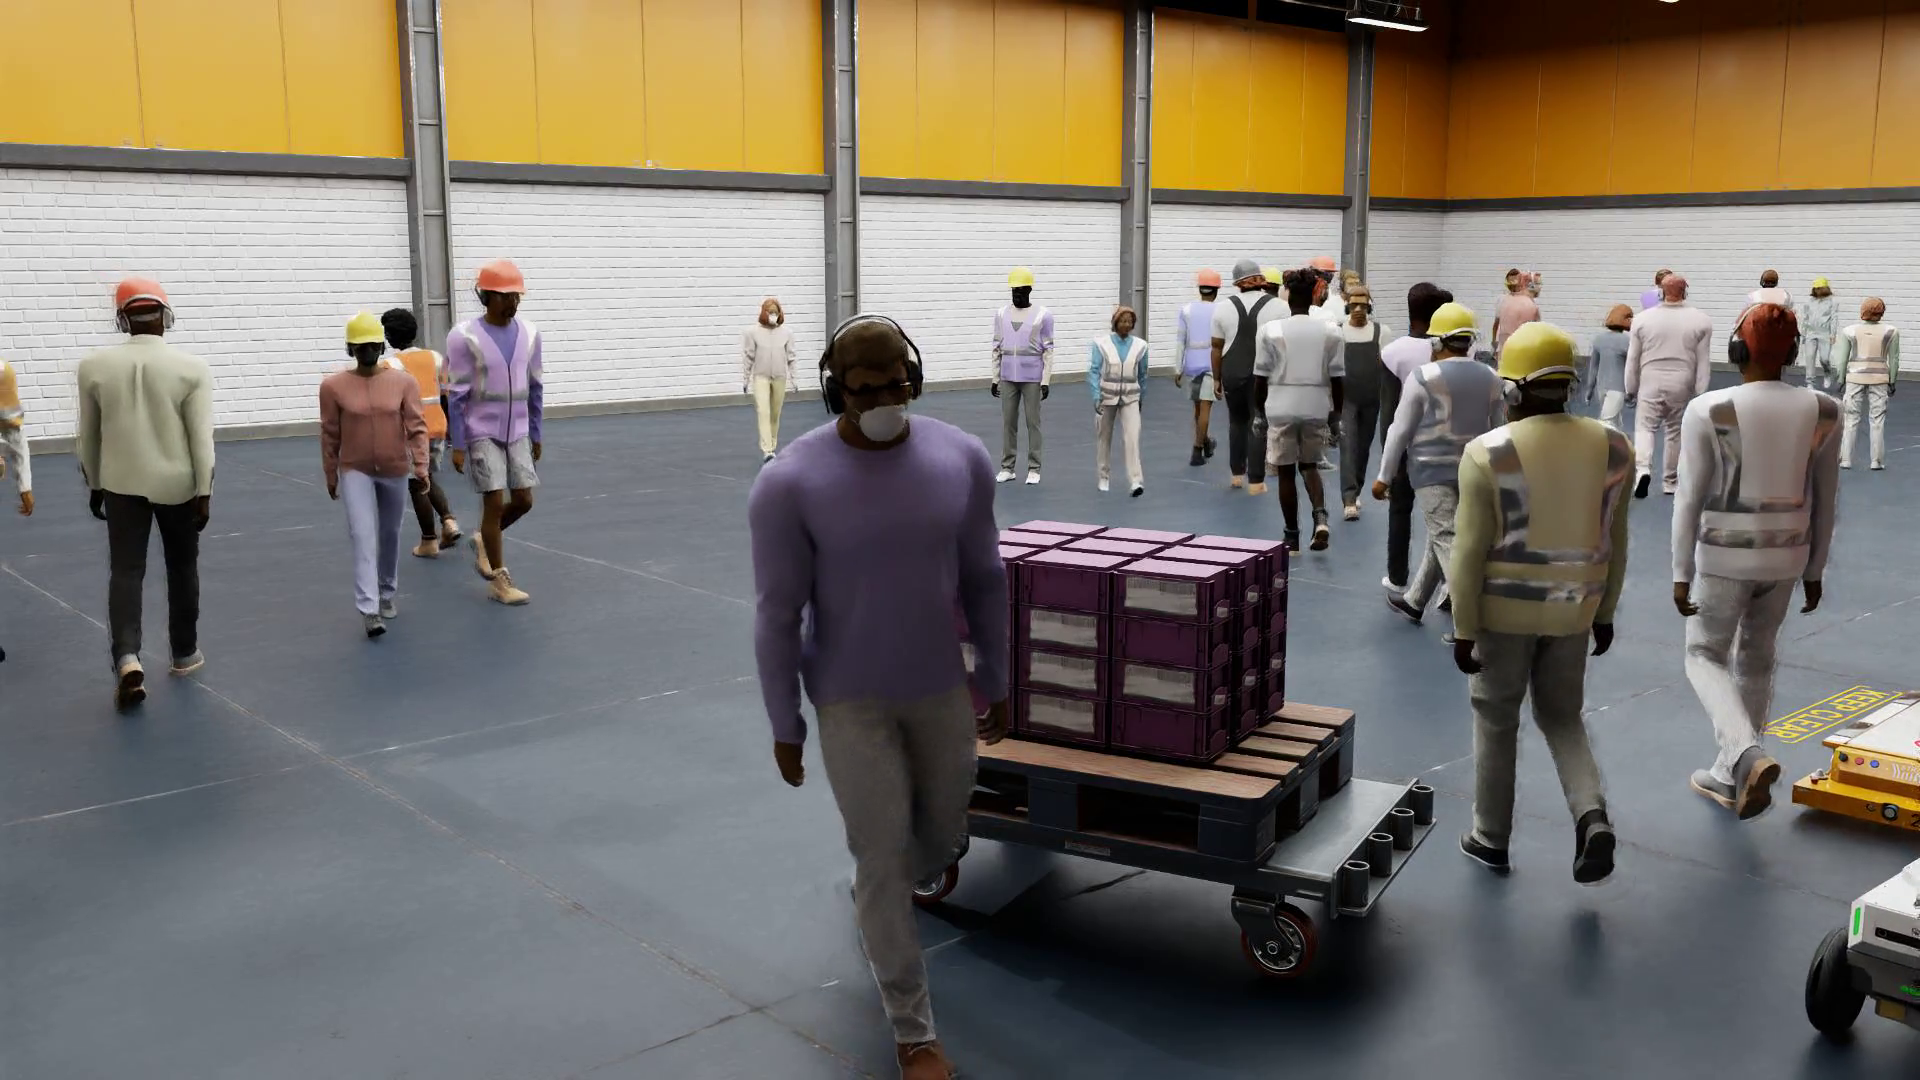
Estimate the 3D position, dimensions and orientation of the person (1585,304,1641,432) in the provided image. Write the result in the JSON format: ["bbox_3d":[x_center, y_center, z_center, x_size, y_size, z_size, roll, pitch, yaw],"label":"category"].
[{"bbox_3d":[5.965,-1.347,15.135,0.876,1.586,0.520,-4,10,-22],"label":"person"}]

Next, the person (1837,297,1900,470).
[{"bbox_3d":[8.584,-1.475,15.746,0.514,1.641,0.309,5,11,28],"label":"person"}]

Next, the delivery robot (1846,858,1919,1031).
[{"bbox_3d":[2.600,0.976,4.297,0.707,0.478,0.477,-8,13,-40],"label":"delivery robot"}]

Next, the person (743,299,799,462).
[{"bbox_3d":[-1.819,-1.532,16.197,0.519,1.588,0.831,-4,10,-21],"label":"person"}]

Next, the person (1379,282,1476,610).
[{"bbox_3d":[2.718,-0.557,9.682,0.586,1.887,0.957,0,10,-2],"label":"person"}]

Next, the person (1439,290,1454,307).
[{"bbox_3d":[5.213,-1.891,18.152,0.539,1.651,0.864,2,10,13],"label":"person"}]

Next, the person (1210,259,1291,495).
[{"bbox_3d":[2.542,-1.430,14.310,0.704,2.000,0.773,4,10,21],"label":"person"}]

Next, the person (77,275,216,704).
[{"bbox_3d":[-3.766,-0.245,7.692,0.616,1.945,0.992,-2,10,-14],"label":"person"}]

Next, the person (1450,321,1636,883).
[{"bbox_3d":[1.838,0.222,5.282,0.607,1.820,0.591,-1,10,-8],"label":"person"}]

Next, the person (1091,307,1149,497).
[{"bbox_3d":[1.343,-1.159,14.044,0.506,1.591,0.910,-1,10,-3],"label":"person"}]

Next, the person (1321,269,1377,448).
[{"bbox_3d":[3.993,-1.851,17.239,0.650,1.891,1.047,-1,10,-4],"label":"person"}]

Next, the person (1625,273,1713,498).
[{"bbox_3d":[5.909,-1.282,13.910,0.663,1.885,0.805,4,10,22],"label":"person"}]

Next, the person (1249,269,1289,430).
[{"bbox_3d":[3.372,-2.021,18.242,0.612,1.873,0.967,5,11,26],"label":"person"}]

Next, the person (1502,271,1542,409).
[{"bbox_3d":[6.227,-1.995,18.162,0.966,1.857,0.649,0,10,-3],"label":"person"}]

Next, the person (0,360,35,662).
[{"bbox_3d":[-4.977,-0.319,8.318,0.563,1.866,1.080,-9,13,-43],"label":"person"}]

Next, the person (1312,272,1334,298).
[{"bbox_3d":[4.457,-2.445,20.815,0.509,1.852,0.387,1,10,9],"label":"person"}]

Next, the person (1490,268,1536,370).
[{"bbox_3d":[6.747,-2.375,20.346,0.528,1.871,0.323,6,11,32],"label":"person"}]

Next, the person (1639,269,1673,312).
[{"bbox_3d":[9.576,-2.783,22.808,0.379,1.842,0.570,-8,12,-38],"label":"person"}]

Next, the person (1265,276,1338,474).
[{"bbox_3d":[3.165,-1.513,15.375,0.885,1.854,0.604,-6,11,-31],"label":"person"}]

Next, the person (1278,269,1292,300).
[{"bbox_3d":[4.751,-2.981,24.014,0.660,1.829,0.452,8,12,39],"label":"person"}]

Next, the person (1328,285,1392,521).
[{"bbox_3d":[3.111,-1.085,13.011,0.531,1.807,0.958,1,10,5],"label":"person"}]

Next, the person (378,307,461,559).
[{"bbox_3d":[-3.626,-0.704,11.078,0.365,1.681,0.559,6,11,32],"label":"person"}]

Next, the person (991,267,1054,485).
[{"bbox_3d":[0.544,-1.456,14.795,0.587,1.927,0.363,5,11,25],"label":"person"}]

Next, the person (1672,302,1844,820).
[{"bbox_3d":[2.825,0.096,5.898,0.582,1.865,0.666,0,10,1],"label":"person"}]

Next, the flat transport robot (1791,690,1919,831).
[{"bbox_3d":[3.758,0.825,6.283,1.431,0.197,0.652,-9,13,-43],"label":"flat transport robot"}]

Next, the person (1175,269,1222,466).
[{"bbox_3d":[2.442,-1.697,16.323,0.574,1.880,0.992,4,11,24],"label":"person"}]

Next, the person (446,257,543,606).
[{"bbox_3d":[-2.735,-0.637,9.733,0.681,2.019,0.621,9,13,43],"label":"person"}]

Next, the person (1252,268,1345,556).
[{"bbox_3d":[2.269,-0.852,11.220,0.602,1.943,0.472,-1,10,-6],"label":"person"}]

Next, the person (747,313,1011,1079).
[{"bbox_3d":[-0.224,0.381,4.172,0.679,1.903,0.771,-4,11,-24],"label":"person"}]

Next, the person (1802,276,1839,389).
[{"bbox_3d":[12.750,-3.045,24.668,0.494,1.726,0.469,9,13,42],"label":"person"}]

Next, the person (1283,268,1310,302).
[{"bbox_3d":[4.612,-2.773,22.688,0.932,1.868,0.650,-4,11,-23],"label":"person"}]

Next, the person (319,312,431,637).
[{"bbox_3d":[-3.156,-0.364,9.003,0.534,1.721,0.896,-5,11,-26],"label":"person"}]

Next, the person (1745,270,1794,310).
[{"bbox_3d":[10.720,-2.669,22.150,0.621,1.845,0.429,1,10,4],"label":"person"}]

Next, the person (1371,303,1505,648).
[{"bbox_3d":[2.523,-0.348,8.762,0.603,1.779,0.953,-4,11,-24],"label":"person"}]

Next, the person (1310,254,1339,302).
[{"bbox_3d":[4.230,-2.320,19.524,0.412,2.040,0.627,-2,10,-12],"label":"person"}]
